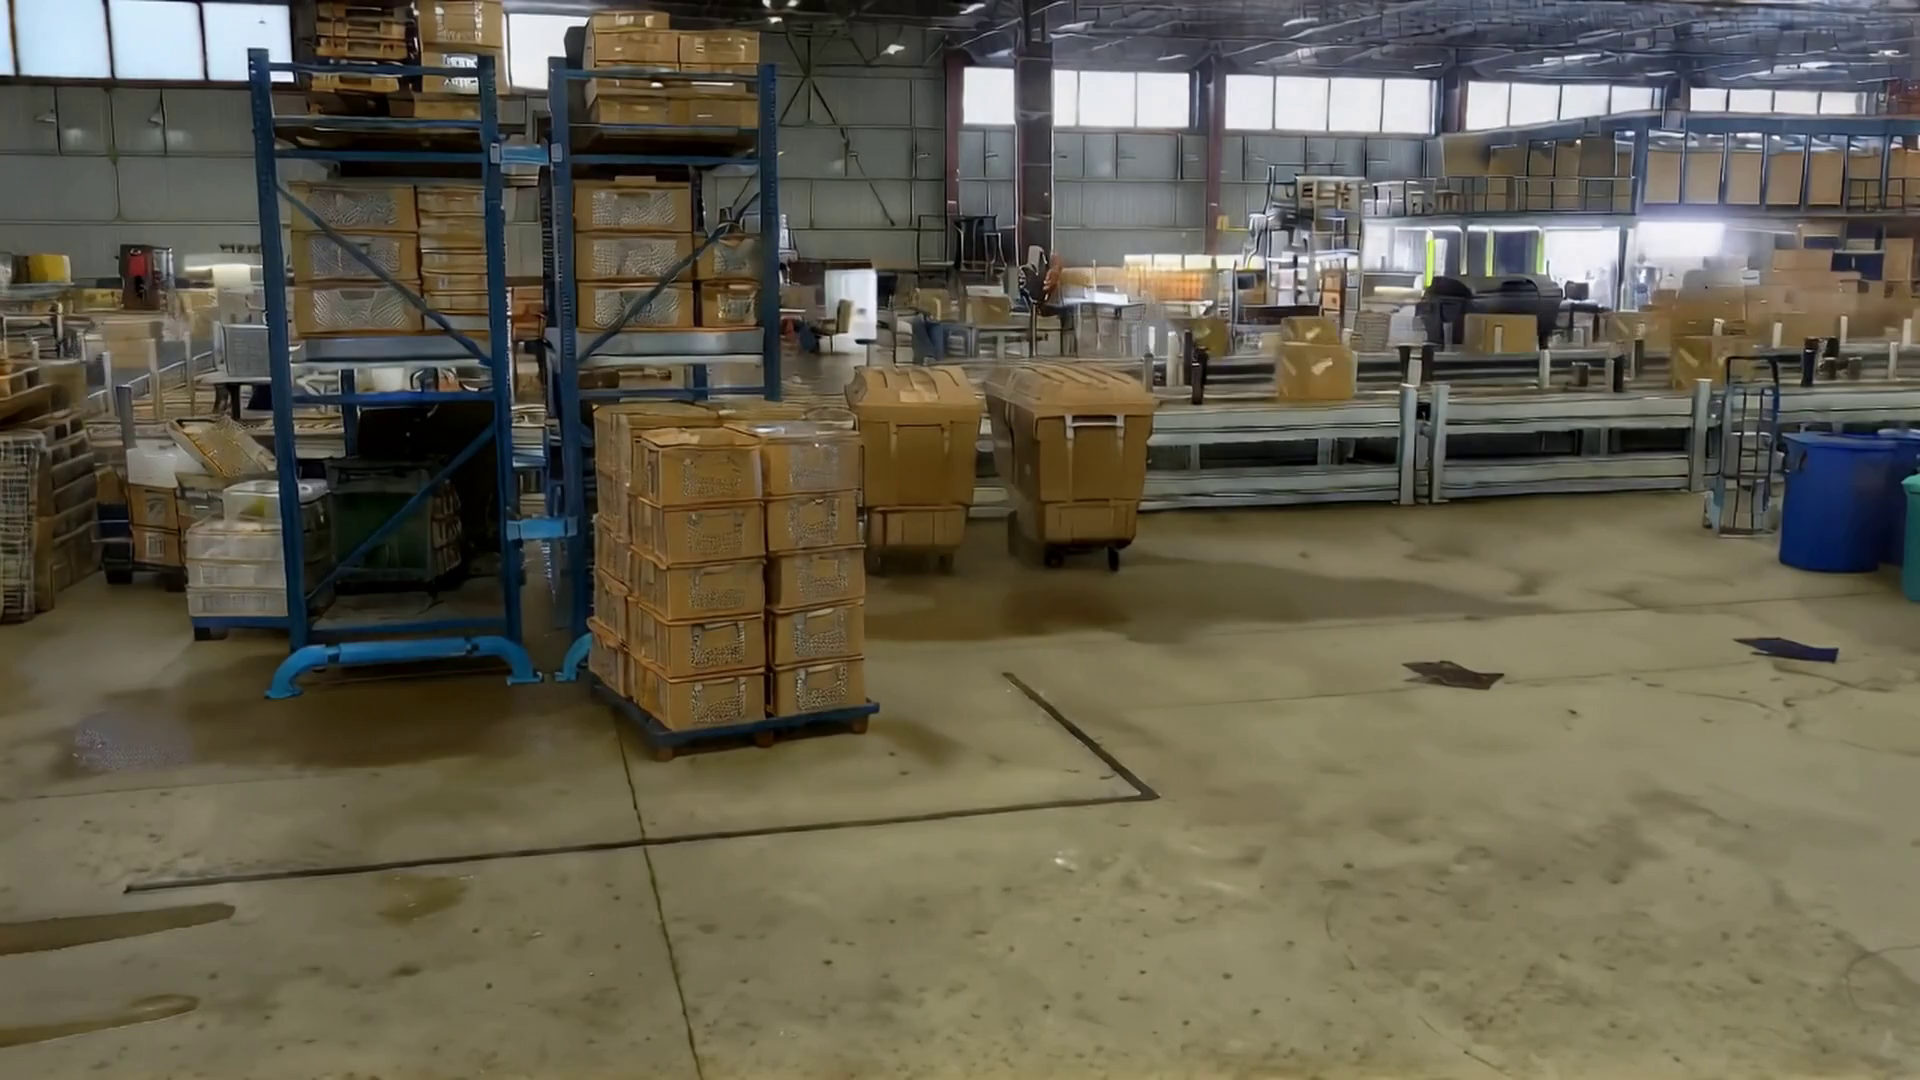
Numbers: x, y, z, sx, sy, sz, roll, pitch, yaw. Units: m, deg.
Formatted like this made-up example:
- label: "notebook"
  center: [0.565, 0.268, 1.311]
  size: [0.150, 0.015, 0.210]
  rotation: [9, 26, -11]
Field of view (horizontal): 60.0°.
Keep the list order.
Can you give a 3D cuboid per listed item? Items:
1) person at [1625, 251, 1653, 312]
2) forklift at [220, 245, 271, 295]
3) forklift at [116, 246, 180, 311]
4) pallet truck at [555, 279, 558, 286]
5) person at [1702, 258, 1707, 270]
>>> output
- label: "person"
  center: [16.299, -5.922, 39.964]
  size: [0.616, 2.010, 0.538]
  rotation: [5, 11, 28]
- label: "forklift"
  center: [-17.749, -6.334, 41.440]
  size: [1.157, 1.987, 2.680]
  rotation: [-3, 10, -17]
- label: "forklift"
  center: [-19.966, -6.232, 40.894]
  size: [1.157, 1.987, 2.680]
  rotation: [-3, 10, -15]
- label: "pallet truck"
  center: [-10.604, -6.375, 44.520]
  size: [0.653, 1.274, 1.630]
  rotation: [-3, 10, -15]
- label: "person"
  center: [19.296, -6.377, 43.080]
  size: [0.567, 1.827, 1.052]
  rotation: [-3, 10, -15]
